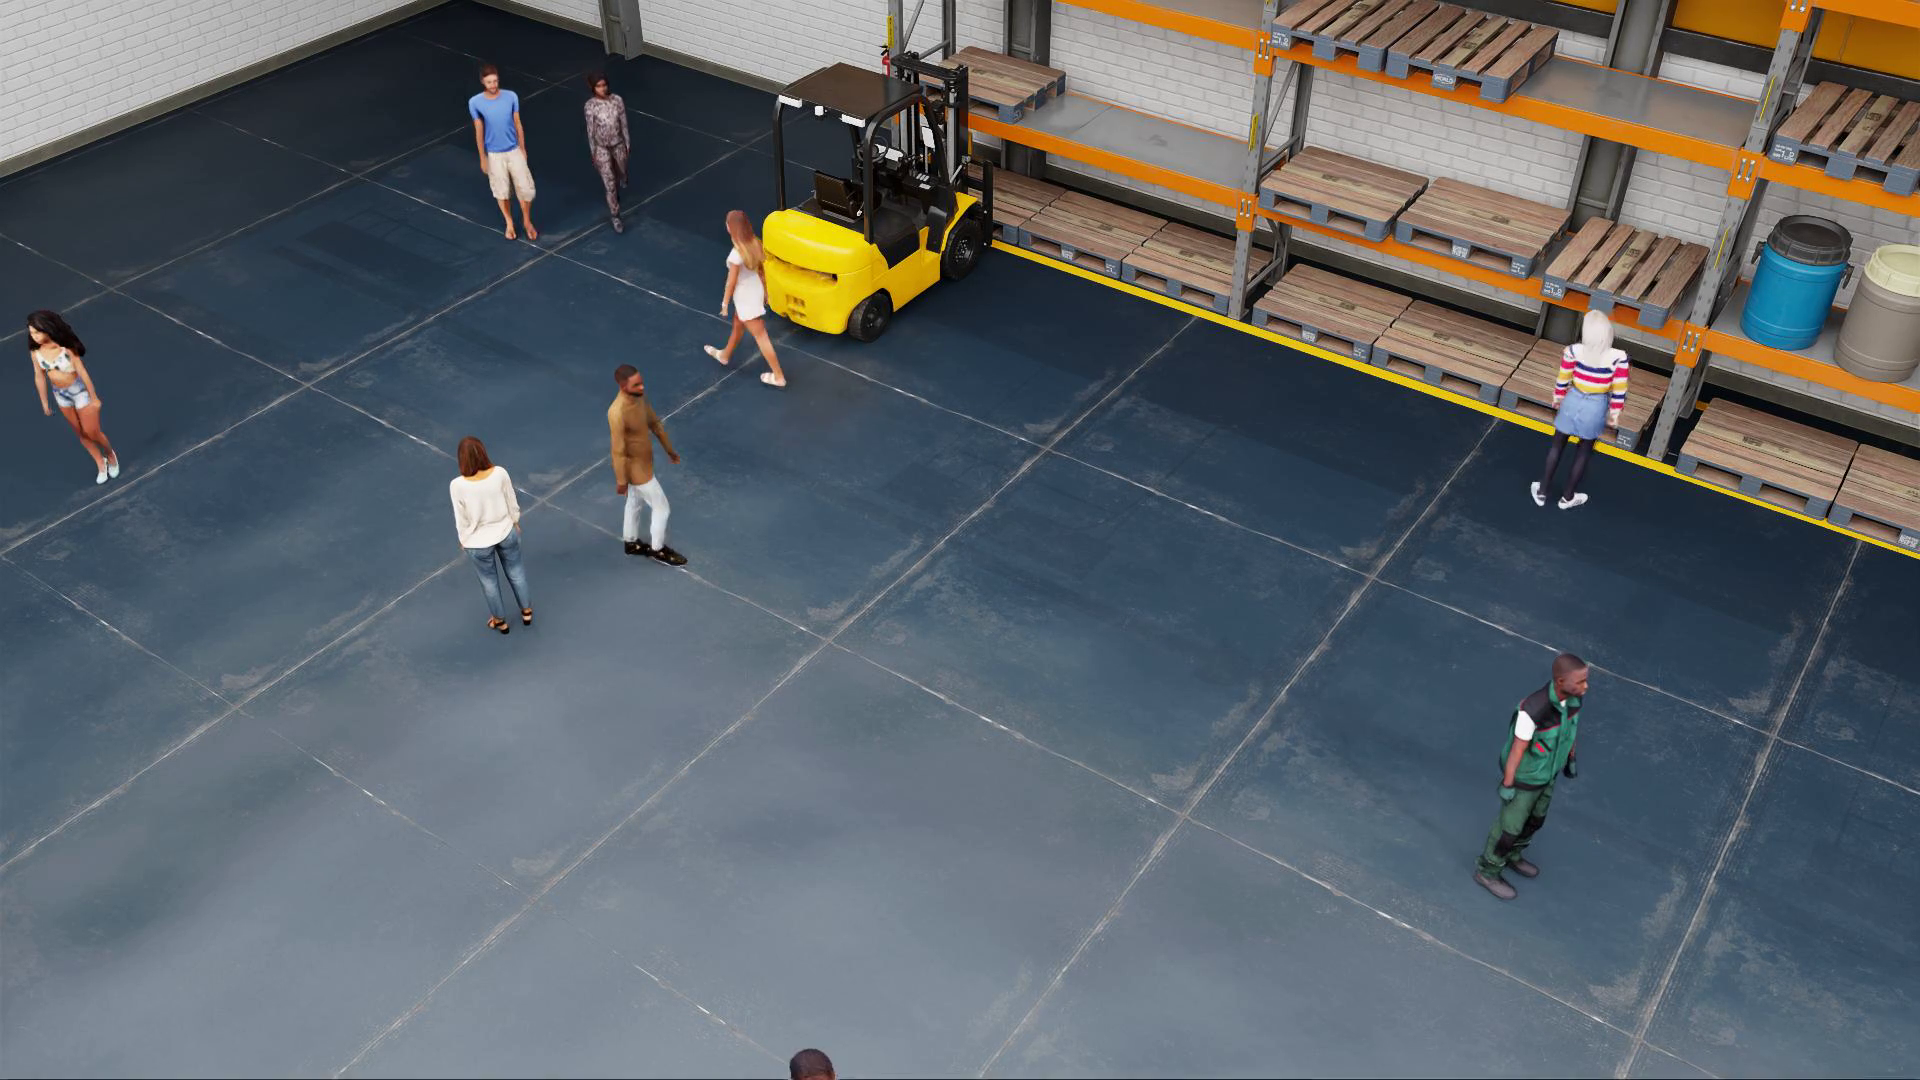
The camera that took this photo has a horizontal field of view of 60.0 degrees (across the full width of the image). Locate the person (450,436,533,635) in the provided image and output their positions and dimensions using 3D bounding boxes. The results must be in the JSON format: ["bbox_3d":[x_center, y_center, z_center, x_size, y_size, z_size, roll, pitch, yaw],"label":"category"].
[{"bbox_3d":[-3.373,-0.031,11.955,0.696,1.682,0.684,-20,43,-24],"label":"person"}]

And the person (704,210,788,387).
[{"bbox_3d":[-1.772,-2.063,14.523,1.131,1.652,0.729,16,41,19],"label":"person"}]

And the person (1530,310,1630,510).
[{"bbox_3d":[4.917,-1.008,13.087,0.746,1.796,0.484,-30,47,-32],"label":"person"}]

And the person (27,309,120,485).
[{"bbox_3d":[-7.123,-1.185,13.454,0.690,1.615,0.768,3,39,4],"label":"person"}]

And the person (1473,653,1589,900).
[{"bbox_3d":[3.446,1.367,10.085,0.800,1.830,0.774,-25,45,-28],"label":"person"}]

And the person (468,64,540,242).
[{"bbox_3d":[-4.604,-3.933,16.707,0.820,1.849,0.875,-11,40,-13],"label":"person"}]

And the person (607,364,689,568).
[{"bbox_3d":[-2.523,-0.567,12.535,0.912,1.795,0.846,2,39,3],"label":"person"}]

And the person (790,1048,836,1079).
[{"bbox_3d":[-0.572,3.126,7.989,0.844,1.699,0.773,-16,41,-19],"label":"person"}]

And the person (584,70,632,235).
[{"bbox_3d":[-3.578,-3.973,16.877,0.831,1.699,0.956,-14,41,-17],"label":"person"}]
